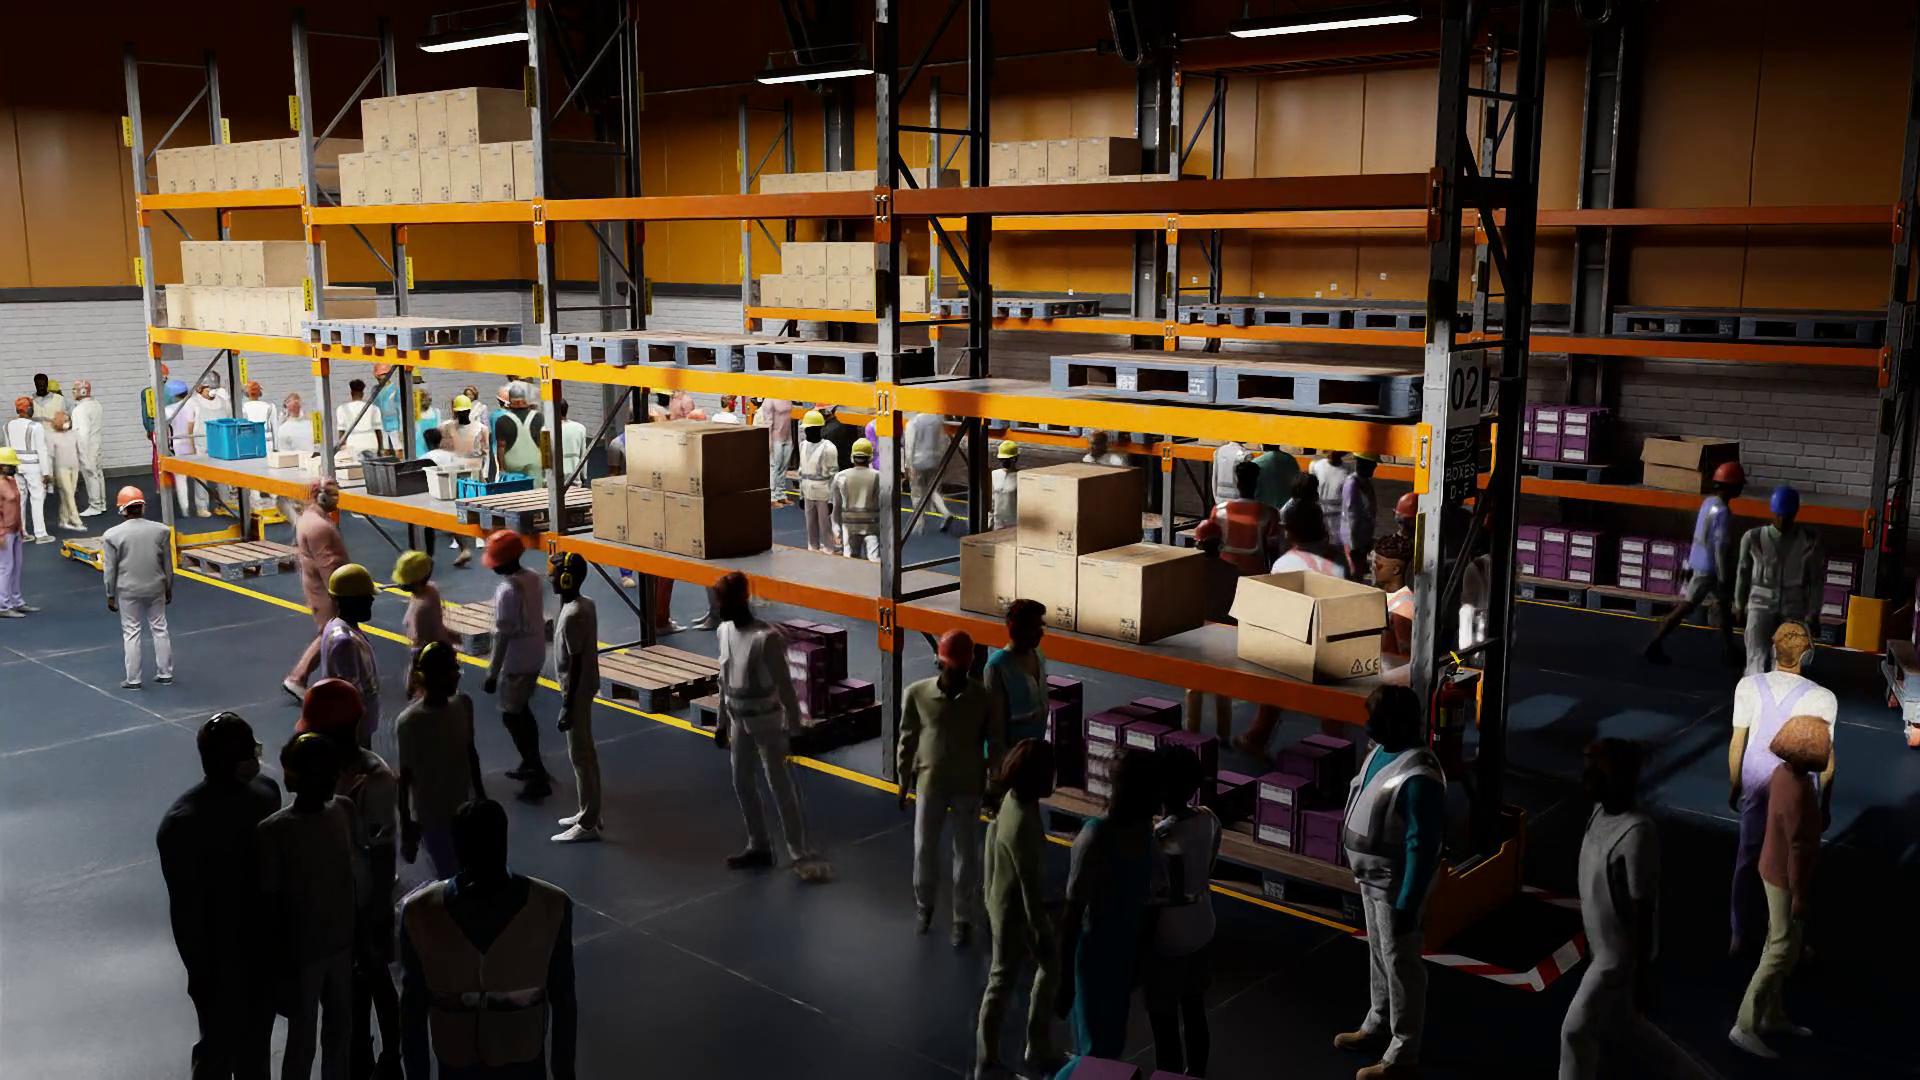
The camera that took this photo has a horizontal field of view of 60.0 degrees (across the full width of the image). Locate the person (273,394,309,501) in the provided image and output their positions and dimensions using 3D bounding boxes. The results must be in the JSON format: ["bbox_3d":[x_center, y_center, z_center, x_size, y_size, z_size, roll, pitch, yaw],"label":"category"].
[{"bbox_3d":[-9.950,-1.380,24.759,0.789,1.586,0.512,3,11,18],"label":"person"}]

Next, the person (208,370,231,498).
[{"bbox_3d":[-11.112,-1.583,24.964,0.632,1.931,0.366,7,12,35],"label":"person"}]

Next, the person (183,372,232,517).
[{"bbox_3d":[-10.474,-1.347,23.305,0.535,2.000,0.679,8,13,40],"label":"person"}]

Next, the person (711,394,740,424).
[{"bbox_3d":[-3.120,-1.050,22.210,0.397,1.836,0.562,-8,13,-39],"label":"person"}]

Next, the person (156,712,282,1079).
[{"bbox_3d":[-2.914,1.636,6.730,0.373,1.940,0.627,2,10,14],"label":"person"}]

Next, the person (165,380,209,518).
[{"bbox_3d":[-10.822,-1.282,23.269,0.604,1.946,0.458,-7,12,-33],"label":"person"}]

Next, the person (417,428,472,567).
[{"bbox_3d":[-6.086,-0.499,19.607,0.785,1.650,0.556,8,13,39],"label":"person"}]

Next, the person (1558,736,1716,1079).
[{"bbox_3d":[2.789,1.684,6.857,0.872,1.817,0.518,1,10,5],"label":"person"}]

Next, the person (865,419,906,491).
[{"bbox_3d":[-0.930,-0.912,21.196,0.550,1.923,0.390,-7,12,-33],"label":"person"}]

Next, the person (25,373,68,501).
[{"bbox_3d":[-13.560,-1.526,24.709,0.586,1.910,0.396,-3,10,-17],"label":"person"}]

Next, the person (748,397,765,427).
[{"bbox_3d":[-2.929,-1.396,24.441,0.354,1.737,0.578,-3,10,-16],"label":"person"}]

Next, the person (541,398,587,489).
[{"bbox_3d":[-4.896,-0.807,20.642,0.593,1.909,0.410,-8,13,-37],"label":"person"}]

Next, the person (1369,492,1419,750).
[{"bbox_3d":[3.308,0.620,12.353,0.618,1.986,0.408,-6,12,-30],"label":"person"}]

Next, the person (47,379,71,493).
[{"bbox_3d":[-13.901,-1.599,25.576,0.486,1.744,0.298,-9,13,-42],"label":"person"}]

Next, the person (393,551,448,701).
[{"bbox_3d":[-3.689,0.898,11.534,0.320,1.722,0.641,-1,10,-5],"label":"person"}]

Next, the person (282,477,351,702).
[{"bbox_3d":[-5.288,0.412,13.801,0.687,1.885,0.659,-3,11,-18],"label":"person"}]

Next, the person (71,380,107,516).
[{"bbox_3d":[-12.271,-1.294,23.370,0.410,1.913,0.651,-2,10,-11],"label":"person"}]

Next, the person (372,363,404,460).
[{"bbox_3d":[-8.774,-1.728,25.506,0.608,2.033,0.428,5,11,25],"label":"person"}]

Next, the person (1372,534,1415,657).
[{"bbox_3d":[2.759,0.929,10.646,0.366,1.967,0.602,1,10,5],"label":"person"}]

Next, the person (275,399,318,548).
[{"bbox_3d":[-8.265,-0.814,20.723,0.445,1.888,0.672,4,11,22],"label":"person"}]

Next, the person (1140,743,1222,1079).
[{"bbox_3d":[0.907,1.693,7.092,0.318,1.697,0.535,8,13,37],"label":"person"}]

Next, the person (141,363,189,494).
[{"bbox_3d":[-12.168,-1.699,25.427,0.610,1.996,0.379,1,10,5],"label":"person"}]

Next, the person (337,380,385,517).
[{"bbox_3d":[-8.393,-1.282,23.374,0.612,1.906,0.731,-7,12,-36],"label":"person"}]

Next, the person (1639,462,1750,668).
[{"bbox_3d":[6.653,0.227,14.884,1.031,1.884,0.554,2,10,13],"label":"person"}]

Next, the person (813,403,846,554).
[{"bbox_3d":[-1.605,-0.810,20.431,0.405,1.990,0.626,0,10,-2],"label":"person"}]

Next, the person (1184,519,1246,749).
[{"bbox_3d":[1.862,0.710,12.531,0.568,1.742,0.371,-1,10,-7],"label":"person"}]

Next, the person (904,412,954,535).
[{"bbox_3d":[-0.425,-0.994,21.688,0.633,1.913,0.656,9,14,42],"label":"person"}]

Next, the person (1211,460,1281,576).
[{"bbox_3d":[2.442,0.295,14.254,0.604,1.959,0.370,3,11,18],"label":"person"}]

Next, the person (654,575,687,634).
[{"bbox_3d":[-2.905,-0.027,16.236,0.411,1.906,0.602,-7,12,-34],"label":"person"}]

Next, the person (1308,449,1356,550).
[{"bbox_3d":[3.789,-0.168,17.136,0.601,1.863,0.633,6,12,31],"label":"person"}]

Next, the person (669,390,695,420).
[{"bbox_3d":[-4.179,-1.476,24.417,0.650,1.907,0.409,9,14,42],"label":"person"}]

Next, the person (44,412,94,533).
[{"bbox_3d":[-11.828,-0.907,22.076,0.737,1.608,0.511,4,11,23],"label":"person"}]

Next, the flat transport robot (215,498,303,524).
[{"bbox_3d":[-9.695,-0.416,23.047,1.431,0.197,0.652,9,14,42],"label":"flat transport robot"}]

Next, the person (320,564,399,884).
[{"bbox_3d":[-3.571,1.089,9.857,0.366,1.926,0.593,-4,11,-24],"label":"person"}]

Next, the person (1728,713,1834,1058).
[{"bbox_3d":[3.881,1.605,7.801,0.308,1.641,0.506,4,11,20],"label":"person"}]

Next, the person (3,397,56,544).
[{"bbox_3d":[-11.864,-0.885,21.175,0.574,1.876,0.355,2,10,13],"label":"person"}]

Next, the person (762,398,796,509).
[{"bbox_3d":[-2.610,-1.428,24.052,0.354,1.938,0.636,5,11,26],"label":"person"}]
